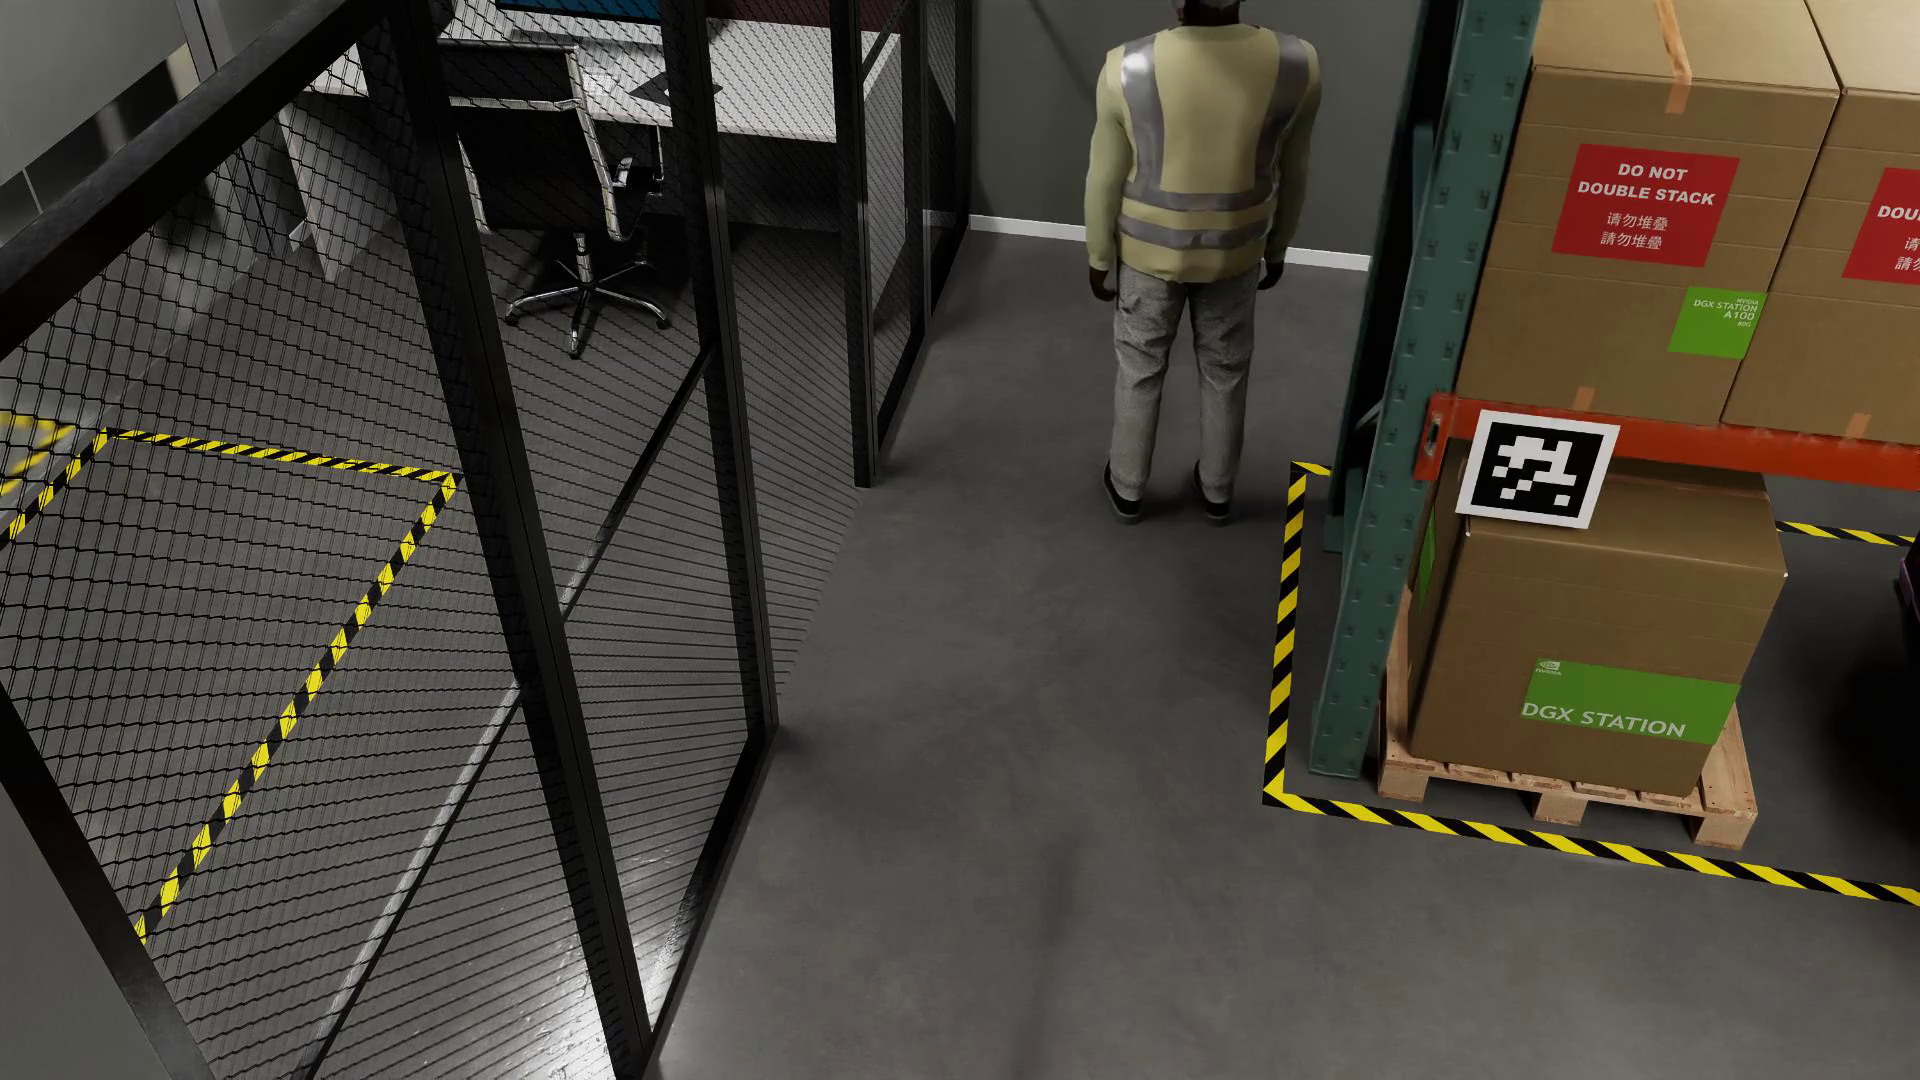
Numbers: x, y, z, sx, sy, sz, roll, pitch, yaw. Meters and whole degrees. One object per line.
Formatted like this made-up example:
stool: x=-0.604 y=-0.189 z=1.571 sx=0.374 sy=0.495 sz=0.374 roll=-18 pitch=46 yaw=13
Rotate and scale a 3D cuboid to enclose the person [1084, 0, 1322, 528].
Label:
person: x=0.626 y=-0.827 z=4.541 sx=0.590 sy=1.827 sz=0.403 roll=-1 pitch=41 yaw=-1
